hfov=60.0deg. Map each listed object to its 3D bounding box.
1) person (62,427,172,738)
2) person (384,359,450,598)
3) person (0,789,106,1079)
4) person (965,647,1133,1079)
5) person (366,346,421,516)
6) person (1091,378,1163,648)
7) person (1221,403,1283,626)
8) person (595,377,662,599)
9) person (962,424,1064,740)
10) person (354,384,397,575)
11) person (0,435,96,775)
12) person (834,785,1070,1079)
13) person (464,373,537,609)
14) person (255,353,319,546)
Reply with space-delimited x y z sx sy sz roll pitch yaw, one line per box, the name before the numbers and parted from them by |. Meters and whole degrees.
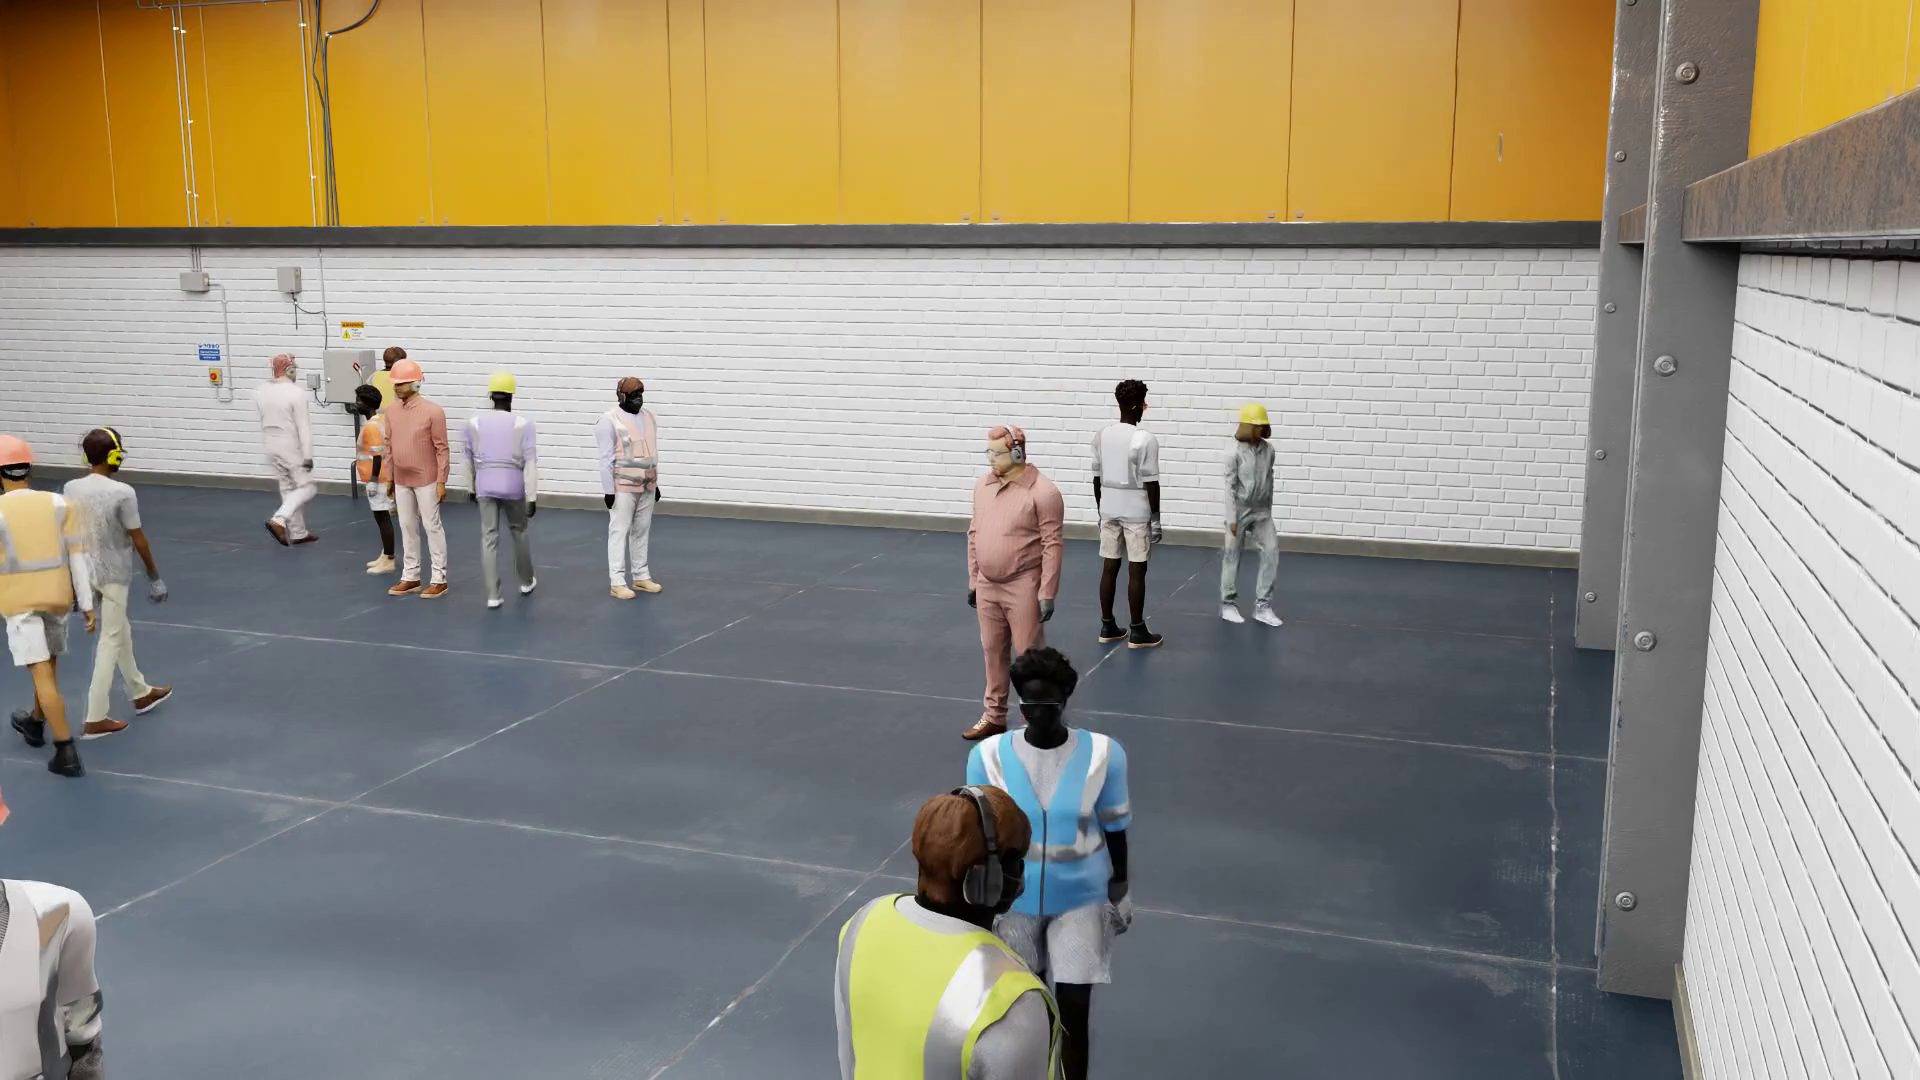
person | -5.066 0.231 10.104 0.507 1.836 0.872 4 11 20
person | -4.526 -0.505 13.800 0.622 1.989 0.399 4 11 23
person | -2.047 1.354 3.474 0.545 1.942 0.351 -9 14 -42
person | 0.257 1.169 5.266 0.554 1.661 0.766 2 10 9
person | -6.057 -1.159 17.919 0.625 1.840 0.430 4 11 19
person | 1.227 -0.195 12.126 0.606 1.966 0.367 10 14 44
person | 2.250 -0.185 12.760 0.507 1.719 0.655 -6 11 -28
person | -2.729 -0.443 13.876 0.429 1.841 0.634 7 12 33
person | 0.282 0.274 9.673 0.652 1.899 0.403 9 13 41
person | -5.210 -0.541 14.833 0.317 1.695 0.540 -3 10 -16
person | -5.247 0.345 9.372 1.070 1.858 0.549 8 13 38
person | 0.008 1.404 3.480 0.429 1.839 0.634 -7 12 -36
person | -3.742 -0.421 13.636 0.605 1.885 0.926 -1 10 -5
person | -6.509 -0.861 16.096 0.670 1.891 0.669 5 11 28
